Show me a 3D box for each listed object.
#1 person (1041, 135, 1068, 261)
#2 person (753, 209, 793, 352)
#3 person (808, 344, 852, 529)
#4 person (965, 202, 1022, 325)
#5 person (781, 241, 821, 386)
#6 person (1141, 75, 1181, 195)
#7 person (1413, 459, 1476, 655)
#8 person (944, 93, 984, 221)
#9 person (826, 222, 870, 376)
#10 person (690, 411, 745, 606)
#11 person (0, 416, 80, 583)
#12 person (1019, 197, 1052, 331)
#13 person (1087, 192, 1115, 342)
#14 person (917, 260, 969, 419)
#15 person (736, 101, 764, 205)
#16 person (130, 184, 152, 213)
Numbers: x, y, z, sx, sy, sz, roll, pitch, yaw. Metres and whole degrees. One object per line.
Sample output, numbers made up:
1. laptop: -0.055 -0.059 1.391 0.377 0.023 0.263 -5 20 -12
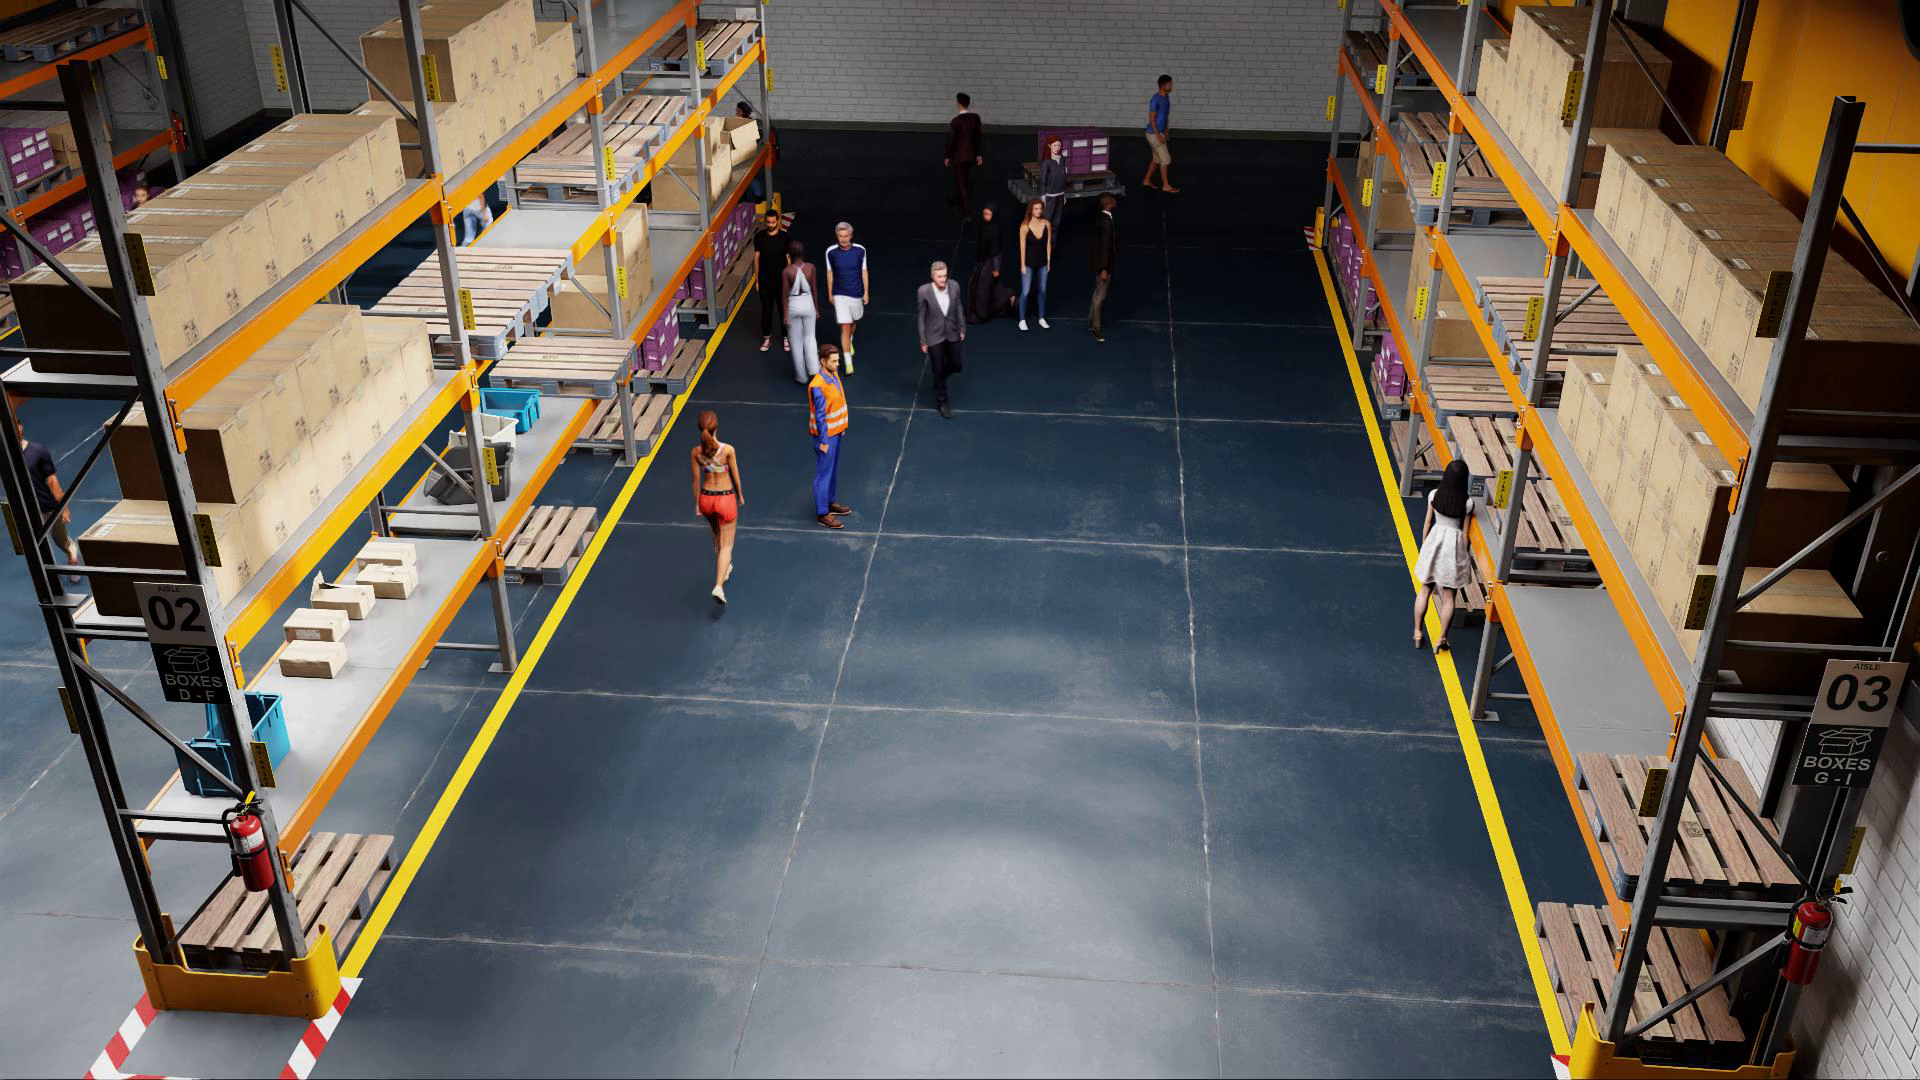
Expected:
1. person: 1.286 -4.733 23.046 0.639 1.781 0.702 -22 36 -35
2. person: -2.259 -3.163 20.191 0.647 1.758 0.589 -1 29 -1
3. person: -1.288 -1.035 16.186 0.774 1.859 0.585 6 29 12
4. person: 0.435 -3.506 21.002 0.908 1.585 1.000 -9 30 -16
5. person: -1.788 -2.546 19.058 0.777 1.760 0.860 -12 31 -20
6. person: 3.065 -6.312 25.892 0.943 1.827 0.947 13 31 23
7. person: 4.118 0.137 14.131 0.774 1.769 0.796 18 33 30
8. person: 0.100 -5.664 24.693 1.094 1.838 1.164 -21 35 -33
9. person: -1.330 -2.925 19.731 0.898 1.781 1.285 -6 29 -10
10. person: -2.167 -0.270 14.883 0.586 1.762 1.087 3 29 6
11. person: -8.221 -0.300 14.879 0.926 1.819 1.232 -8 30 -14
12. person: 0.932 -3.466 20.786 0.643 1.721 0.646 -10 30 -18
13. person: 1.737 -3.363 20.536 0.880 1.779 0.529 5 29 10
14. person: -0.230 -2.294 18.536 0.979 1.818 1.067 -13 31 -23
15. person: -3.095 -5.764 25.054 0.666 1.668 0.702 4 29 7
16. person: -10.585 -3.912 21.795 0.631 1.537 0.992 -2 29 -4
